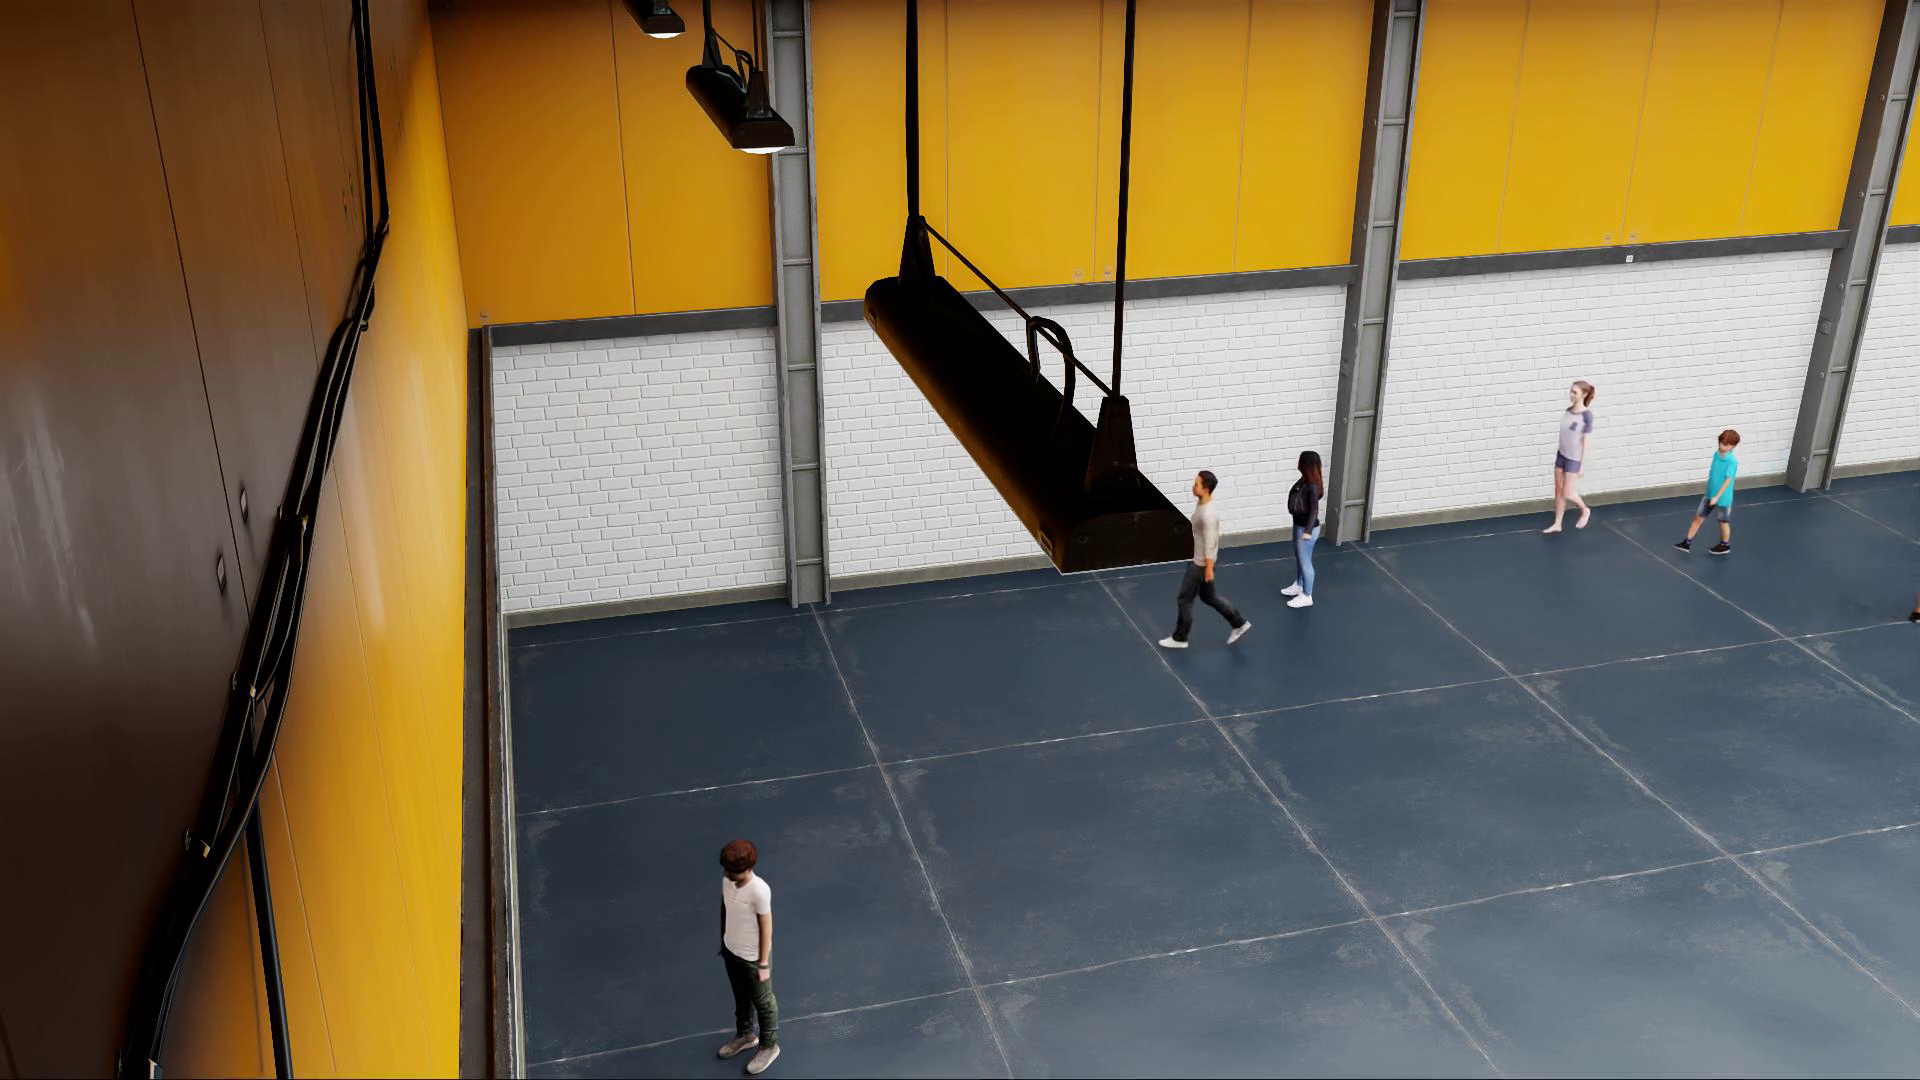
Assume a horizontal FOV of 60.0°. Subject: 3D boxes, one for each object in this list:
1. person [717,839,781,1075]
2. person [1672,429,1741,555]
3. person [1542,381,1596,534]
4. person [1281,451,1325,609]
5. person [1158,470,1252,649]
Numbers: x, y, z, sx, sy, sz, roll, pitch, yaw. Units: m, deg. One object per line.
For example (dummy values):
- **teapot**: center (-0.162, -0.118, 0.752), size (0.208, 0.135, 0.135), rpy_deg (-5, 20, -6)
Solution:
- **person**: center (-1.320, 2.556, 10.368), size (0.667, 1.655, 0.699), rpy_deg (19, 30, 36)
- **person**: center (8.112, -0.485, 17.625), size (0.872, 1.416, 0.535), rpy_deg (-7, 25, -16)
- **person**: center (6.732, -0.890, 18.125), size (0.735, 1.757, 0.596), rpy_deg (-8, 25, -17)
- **person**: center (3.438, -0.133, 16.547), size (0.659, 1.633, 0.700), rpy_deg (1, 24, 2)
- **person**: center (2.373, 0.208, 15.583), size (1.191, 1.781, 0.894), rpy_deg (1, 24, 3)
